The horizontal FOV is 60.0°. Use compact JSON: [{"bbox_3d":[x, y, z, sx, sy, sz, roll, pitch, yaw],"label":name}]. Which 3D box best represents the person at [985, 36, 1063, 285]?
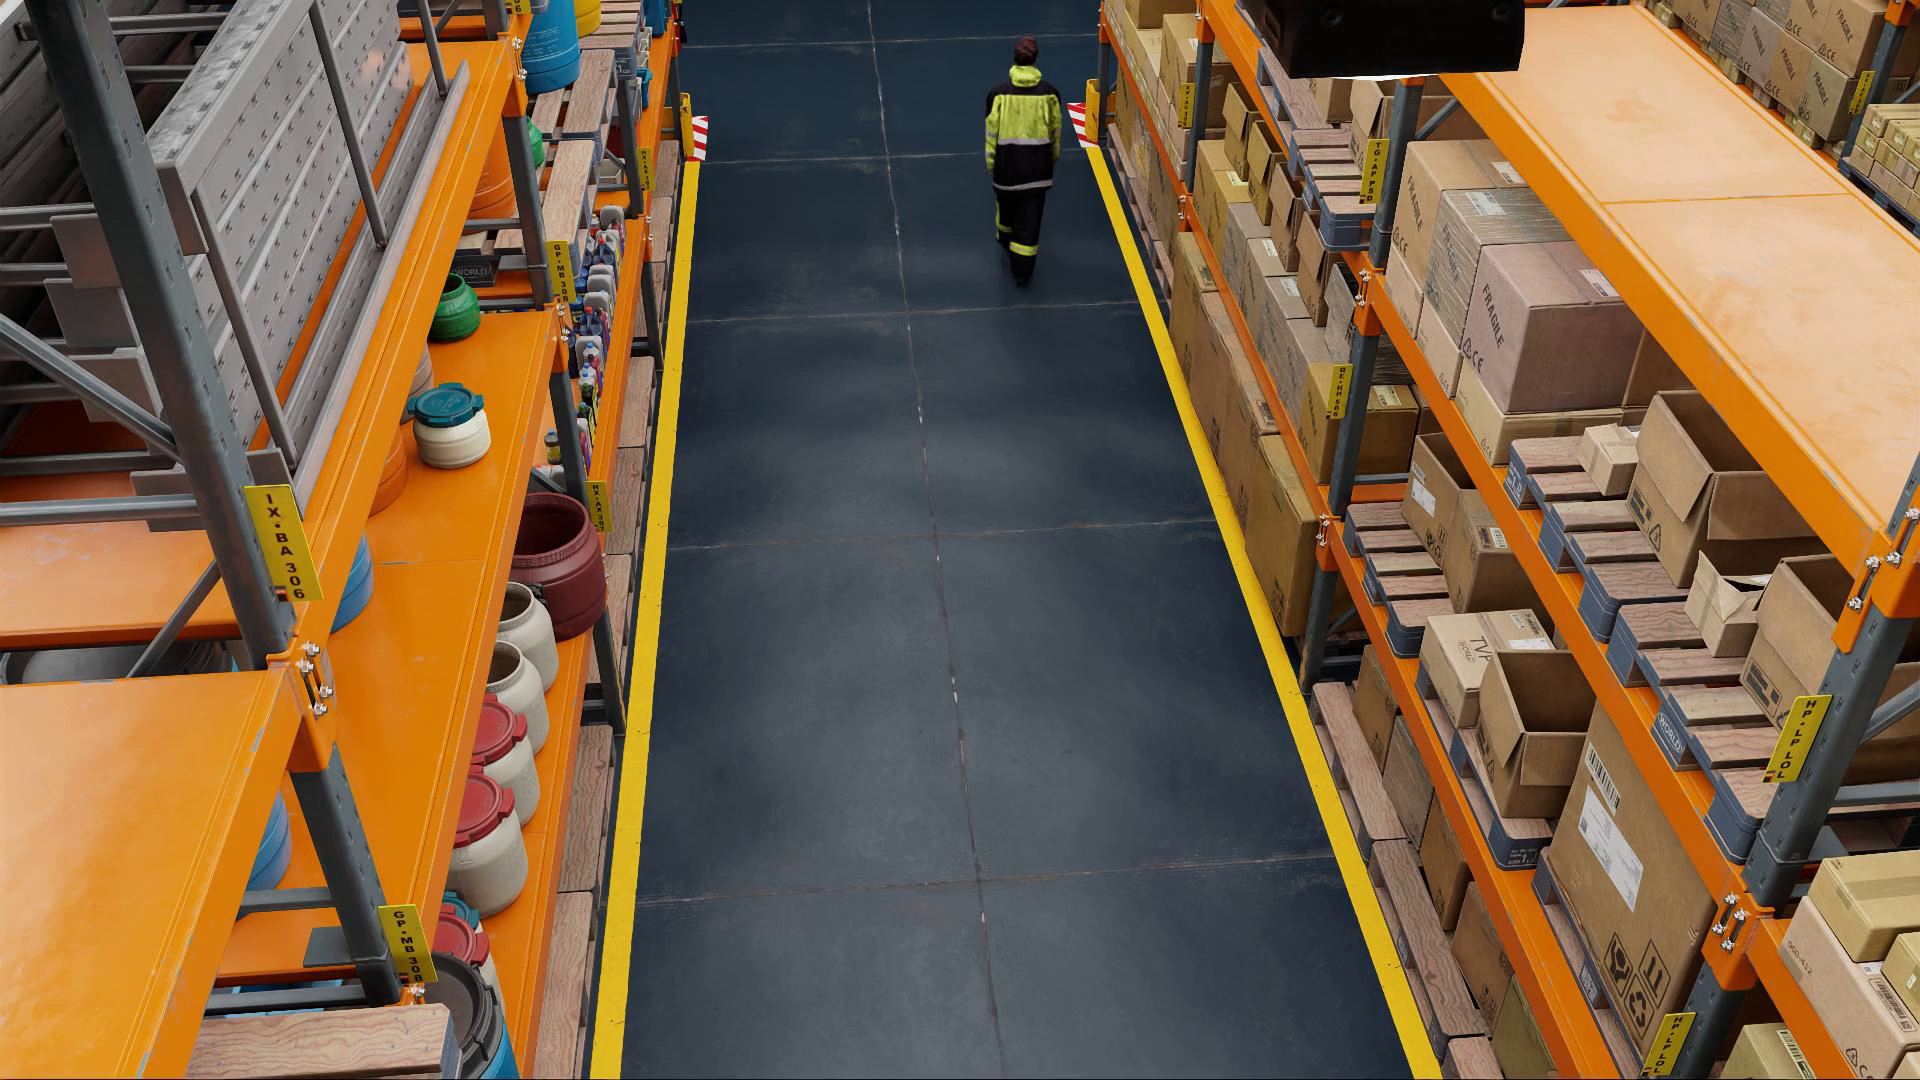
[{"bbox_3d":[0.503,-2.997,13.358,0.804,1.937,1.135,-1,37,-2],"label":"person"}]
